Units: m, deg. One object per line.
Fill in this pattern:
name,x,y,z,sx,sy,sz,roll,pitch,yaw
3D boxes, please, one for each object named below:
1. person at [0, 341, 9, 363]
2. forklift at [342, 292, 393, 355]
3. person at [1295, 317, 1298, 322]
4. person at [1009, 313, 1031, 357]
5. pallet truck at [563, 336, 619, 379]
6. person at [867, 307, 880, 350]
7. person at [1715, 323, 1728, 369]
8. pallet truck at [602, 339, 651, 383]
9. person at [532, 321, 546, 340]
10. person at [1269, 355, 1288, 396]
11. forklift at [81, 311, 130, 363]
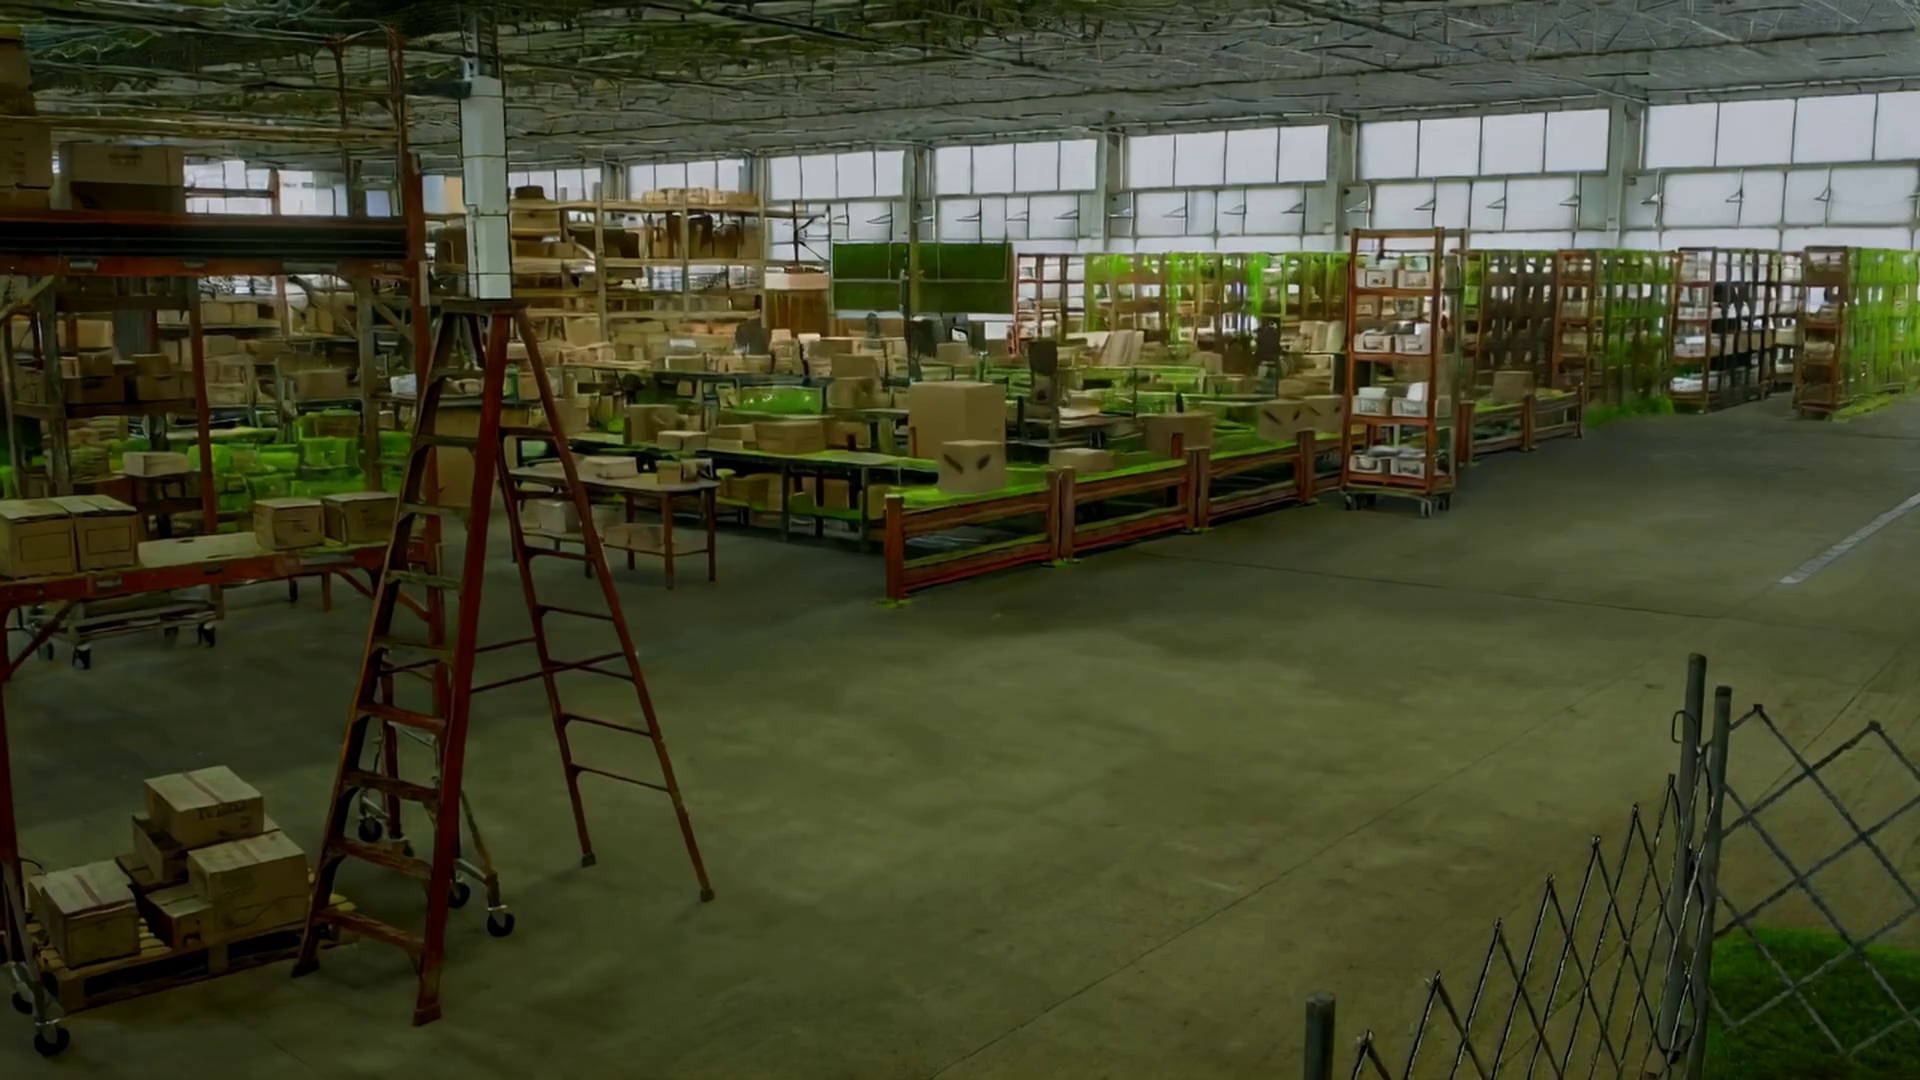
person,-25.005,-4.822,43.190,1.008,1.890,0.646,4,10,22
forklift,-16.485,-5.622,45.120,1.129,2.768,1.873,7,11,37
person,10.308,-6.041,50.571,0.434,1.977,0.611,7,11,35
person,1.787,-5.785,49.222,0.649,1.889,0.616,3,10,17
pallet truck,-10.690,-5.294,48.215,1.601,1.201,0.680,-5,10,-26
person,-3.441,-8.364,65.792,0.511,1.721,0.554,-3,10,-17
person,19.007,-4.526,41.632,0.765,1.810,0.608,0,9,-1
pallet truck,-8.991,-4.871,45.351,0.653,1.274,1.630,7,11,37
person,-12.505,-5.665,49.267,0.507,1.632,0.272,3,10,17
person,7.189,-3.817,37.217,0.774,1.806,0.600,7,11,37
forklift,-21.849,-5.325,43.266,1.873,2.768,1.129,-4,10,-24
